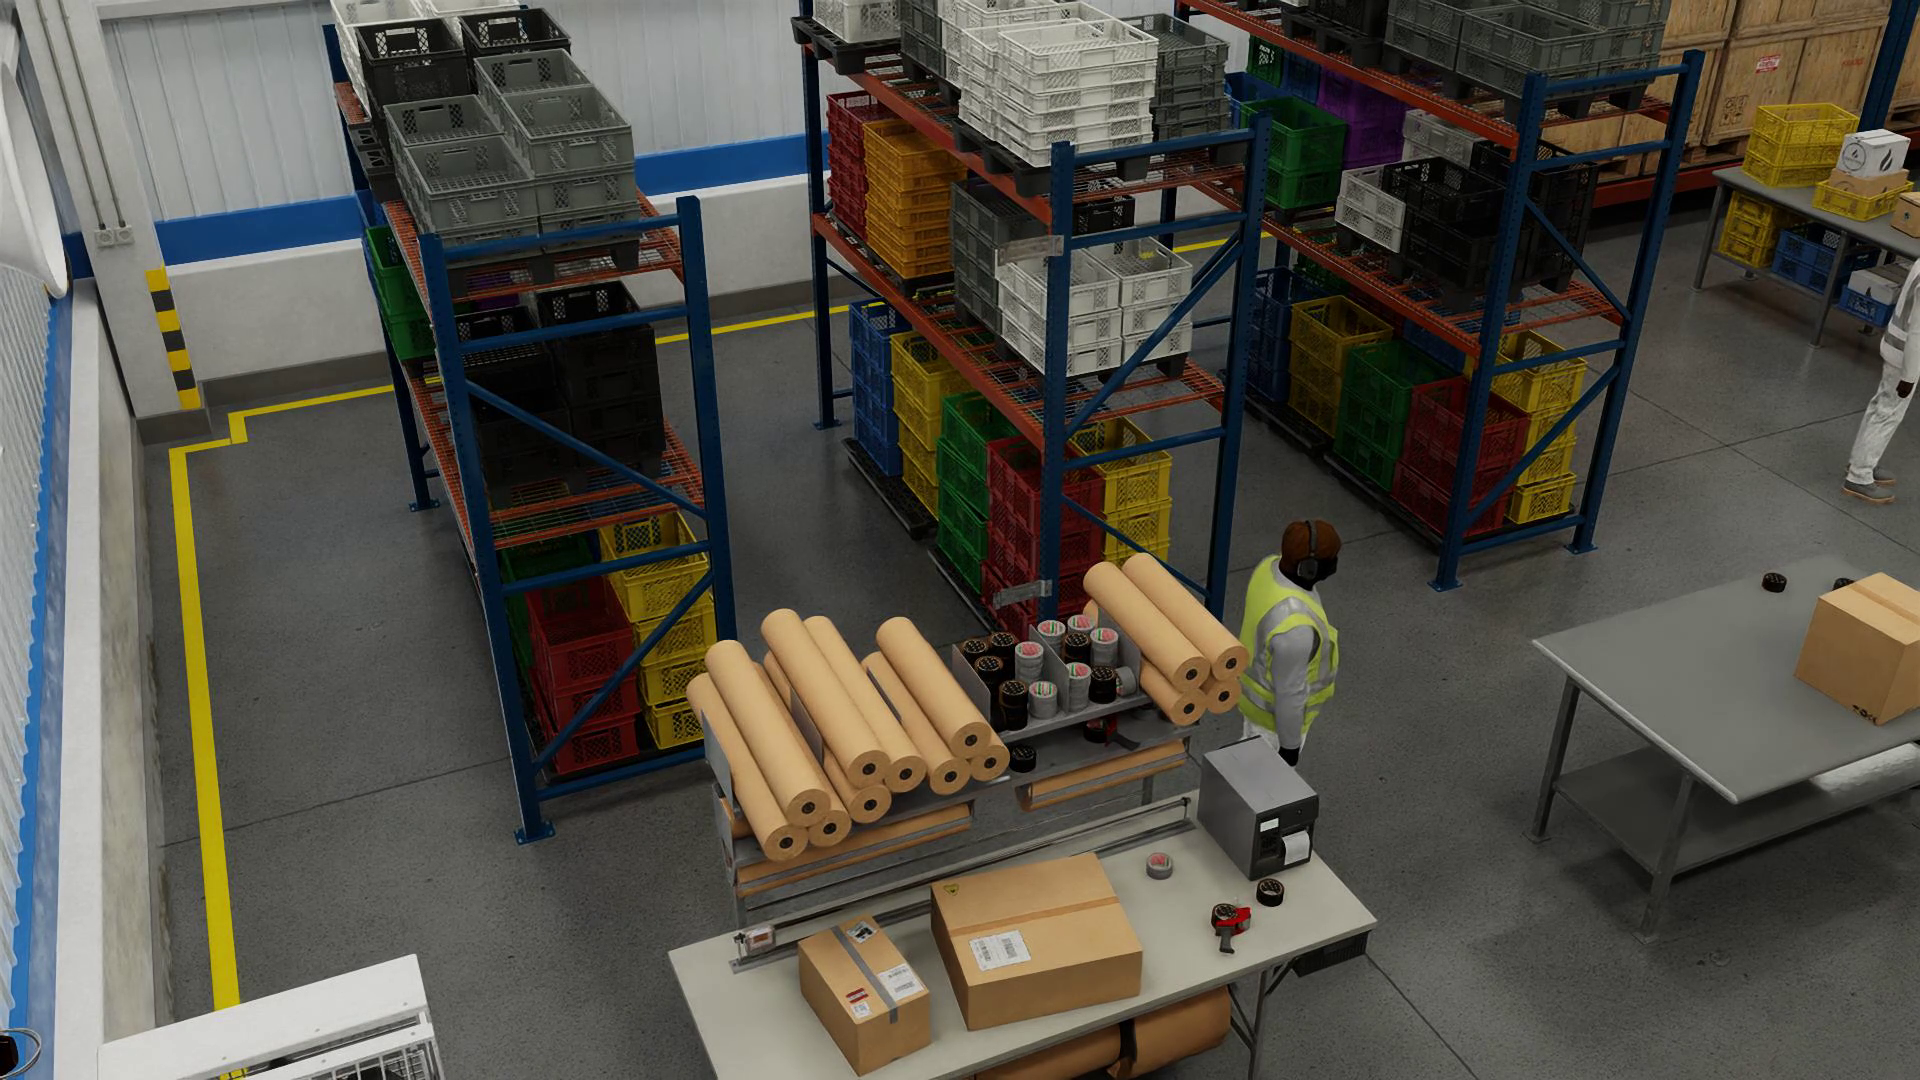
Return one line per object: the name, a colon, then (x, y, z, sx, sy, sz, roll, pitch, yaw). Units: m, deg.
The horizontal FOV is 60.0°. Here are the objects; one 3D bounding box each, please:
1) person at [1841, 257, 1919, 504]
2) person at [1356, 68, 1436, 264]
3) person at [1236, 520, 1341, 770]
person: (5.857, -1.130, 10.264, 0.345, 1.879, 0.581, 14, 34, 22)
person: (3.375, -2.912, 13.096, 0.631, 1.940, 0.372, 1, 32, 2)
person: (1.417, 0.713, 7.312, 0.430, 1.837, 0.629, 0, 32, 0)
